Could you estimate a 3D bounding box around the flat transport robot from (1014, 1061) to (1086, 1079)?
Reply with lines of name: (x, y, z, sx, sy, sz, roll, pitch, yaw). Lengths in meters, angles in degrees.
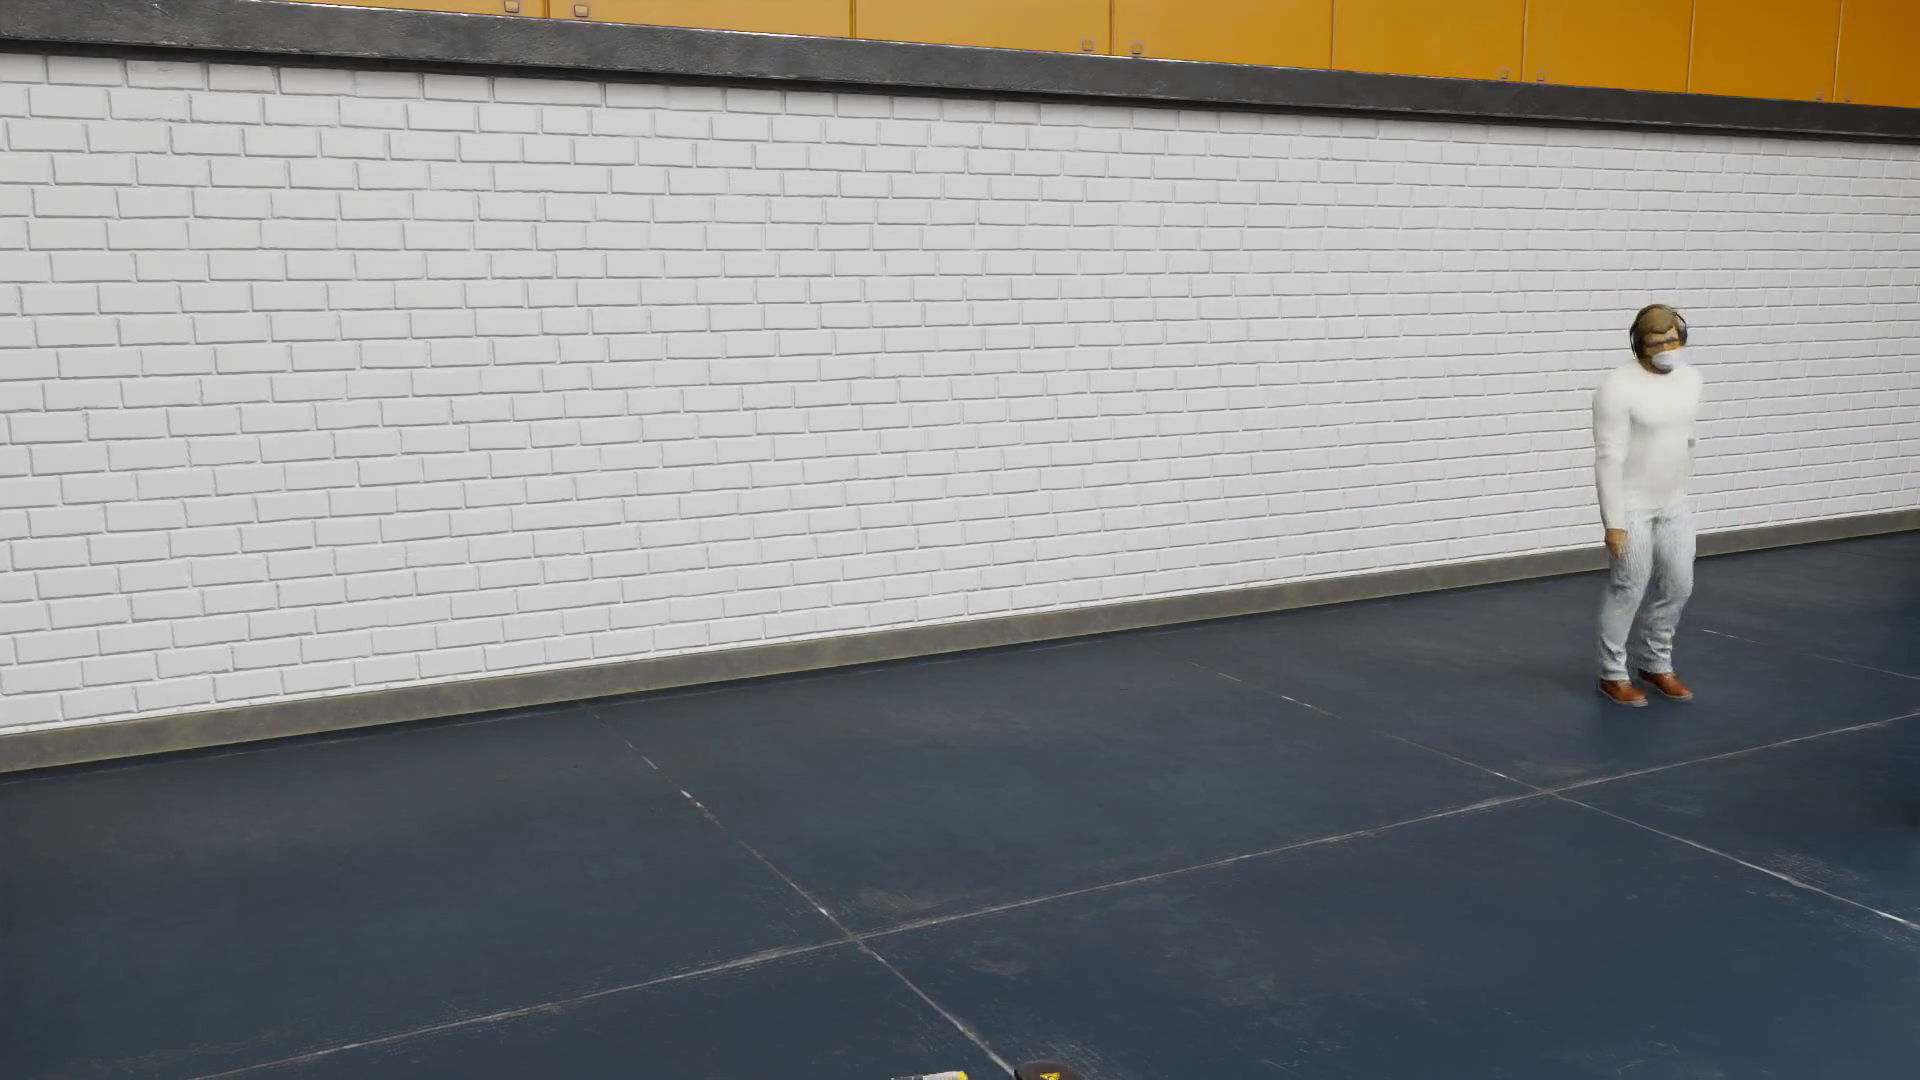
flat transport robot: (-0.330, 1.403, 3.458, 1.431, 0.197, 0.652, -3, 10, -17)

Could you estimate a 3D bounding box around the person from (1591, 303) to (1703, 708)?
person: (3.141, -0.140, 7.671, 0.671, 1.895, 0.480, -5, 11, -26)
